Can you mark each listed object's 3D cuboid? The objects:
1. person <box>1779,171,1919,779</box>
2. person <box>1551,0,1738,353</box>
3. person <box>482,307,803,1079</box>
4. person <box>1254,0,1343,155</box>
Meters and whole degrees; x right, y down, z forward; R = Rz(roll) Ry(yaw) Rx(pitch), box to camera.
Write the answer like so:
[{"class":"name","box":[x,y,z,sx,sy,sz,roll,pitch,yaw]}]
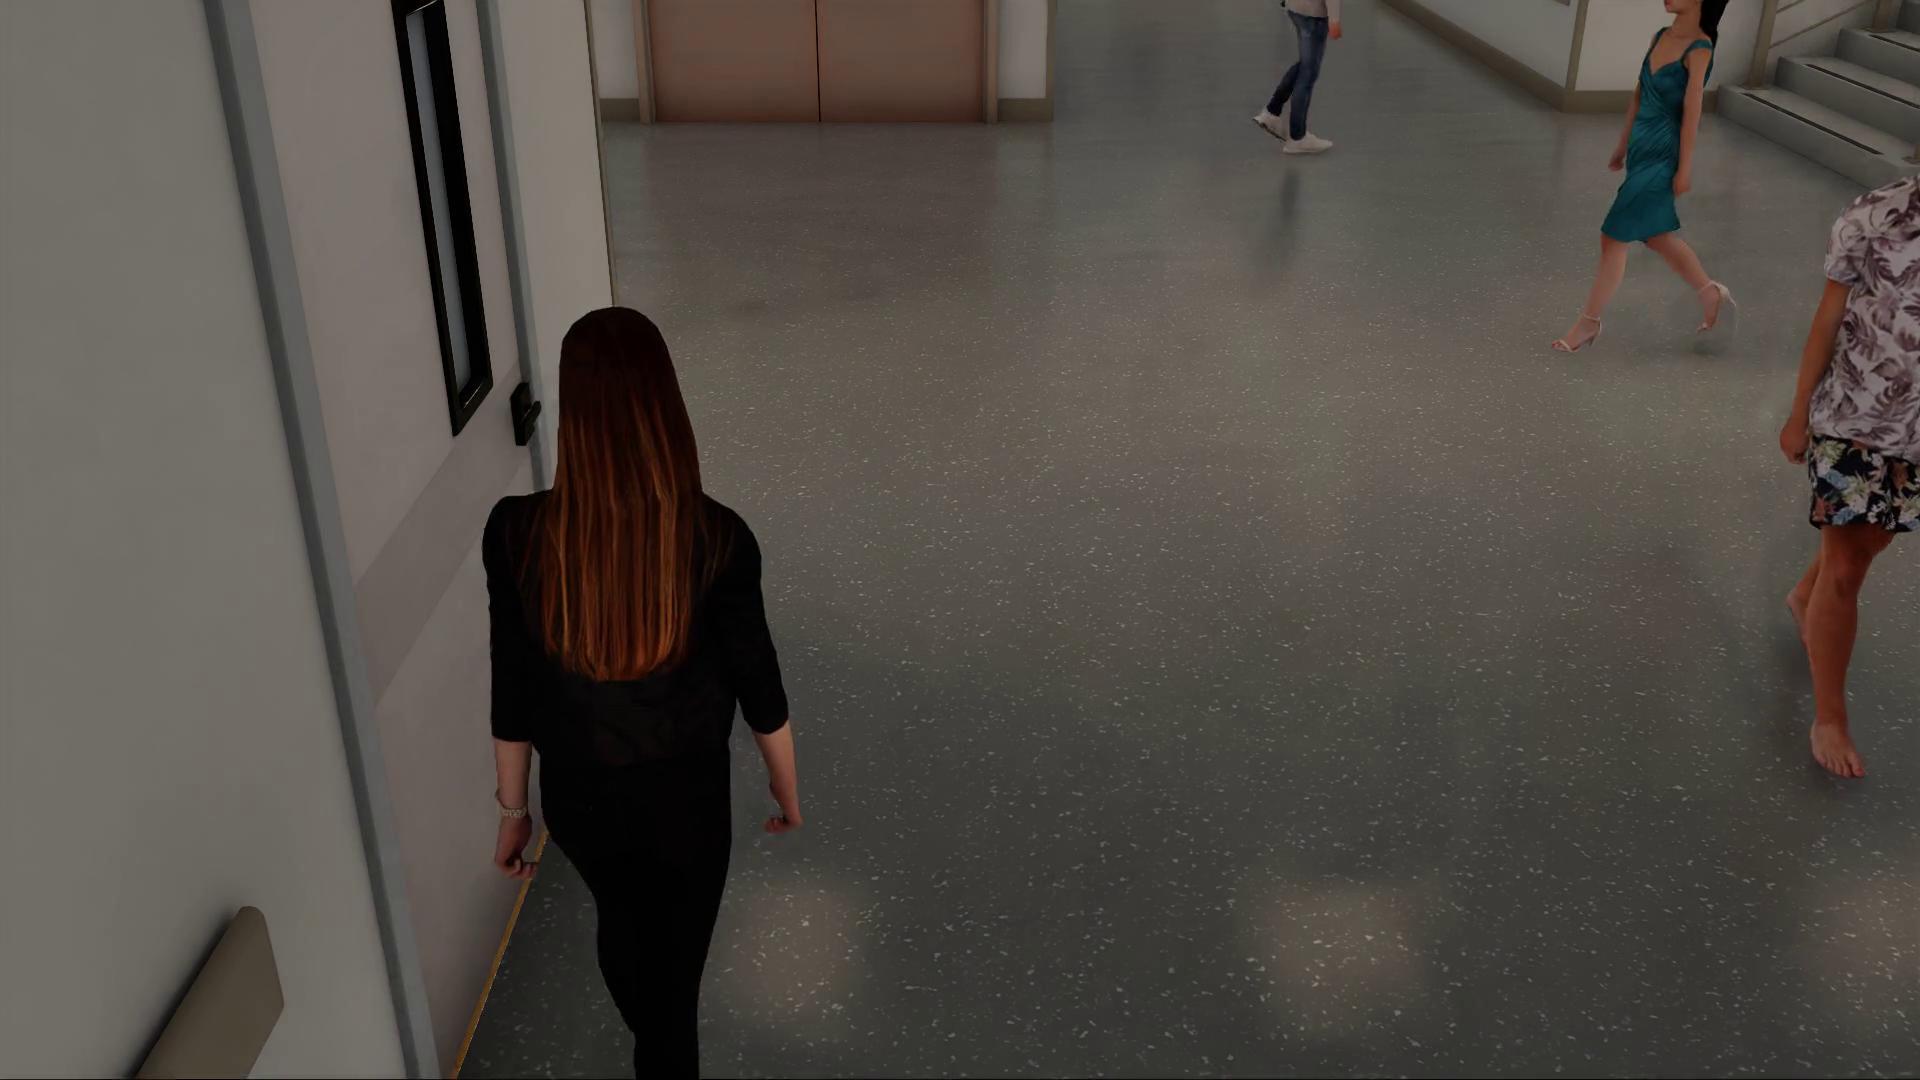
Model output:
[{"class":"person","box":[2.452,-0.364,4.423,1.103,1.781,0.826,2,26,4]},{"class":"person","box":[3.039,-1.585,7.101,1.025,1.654,0.584,-1,26,-2]},{"class":"person","box":[-0.559,0.493,2.751,0.846,1.689,0.749,2,26,5]},{"class":"person","box":[2.156,-3.406,10.657,0.814,1.845,0.764,-5,26,-10]}]
